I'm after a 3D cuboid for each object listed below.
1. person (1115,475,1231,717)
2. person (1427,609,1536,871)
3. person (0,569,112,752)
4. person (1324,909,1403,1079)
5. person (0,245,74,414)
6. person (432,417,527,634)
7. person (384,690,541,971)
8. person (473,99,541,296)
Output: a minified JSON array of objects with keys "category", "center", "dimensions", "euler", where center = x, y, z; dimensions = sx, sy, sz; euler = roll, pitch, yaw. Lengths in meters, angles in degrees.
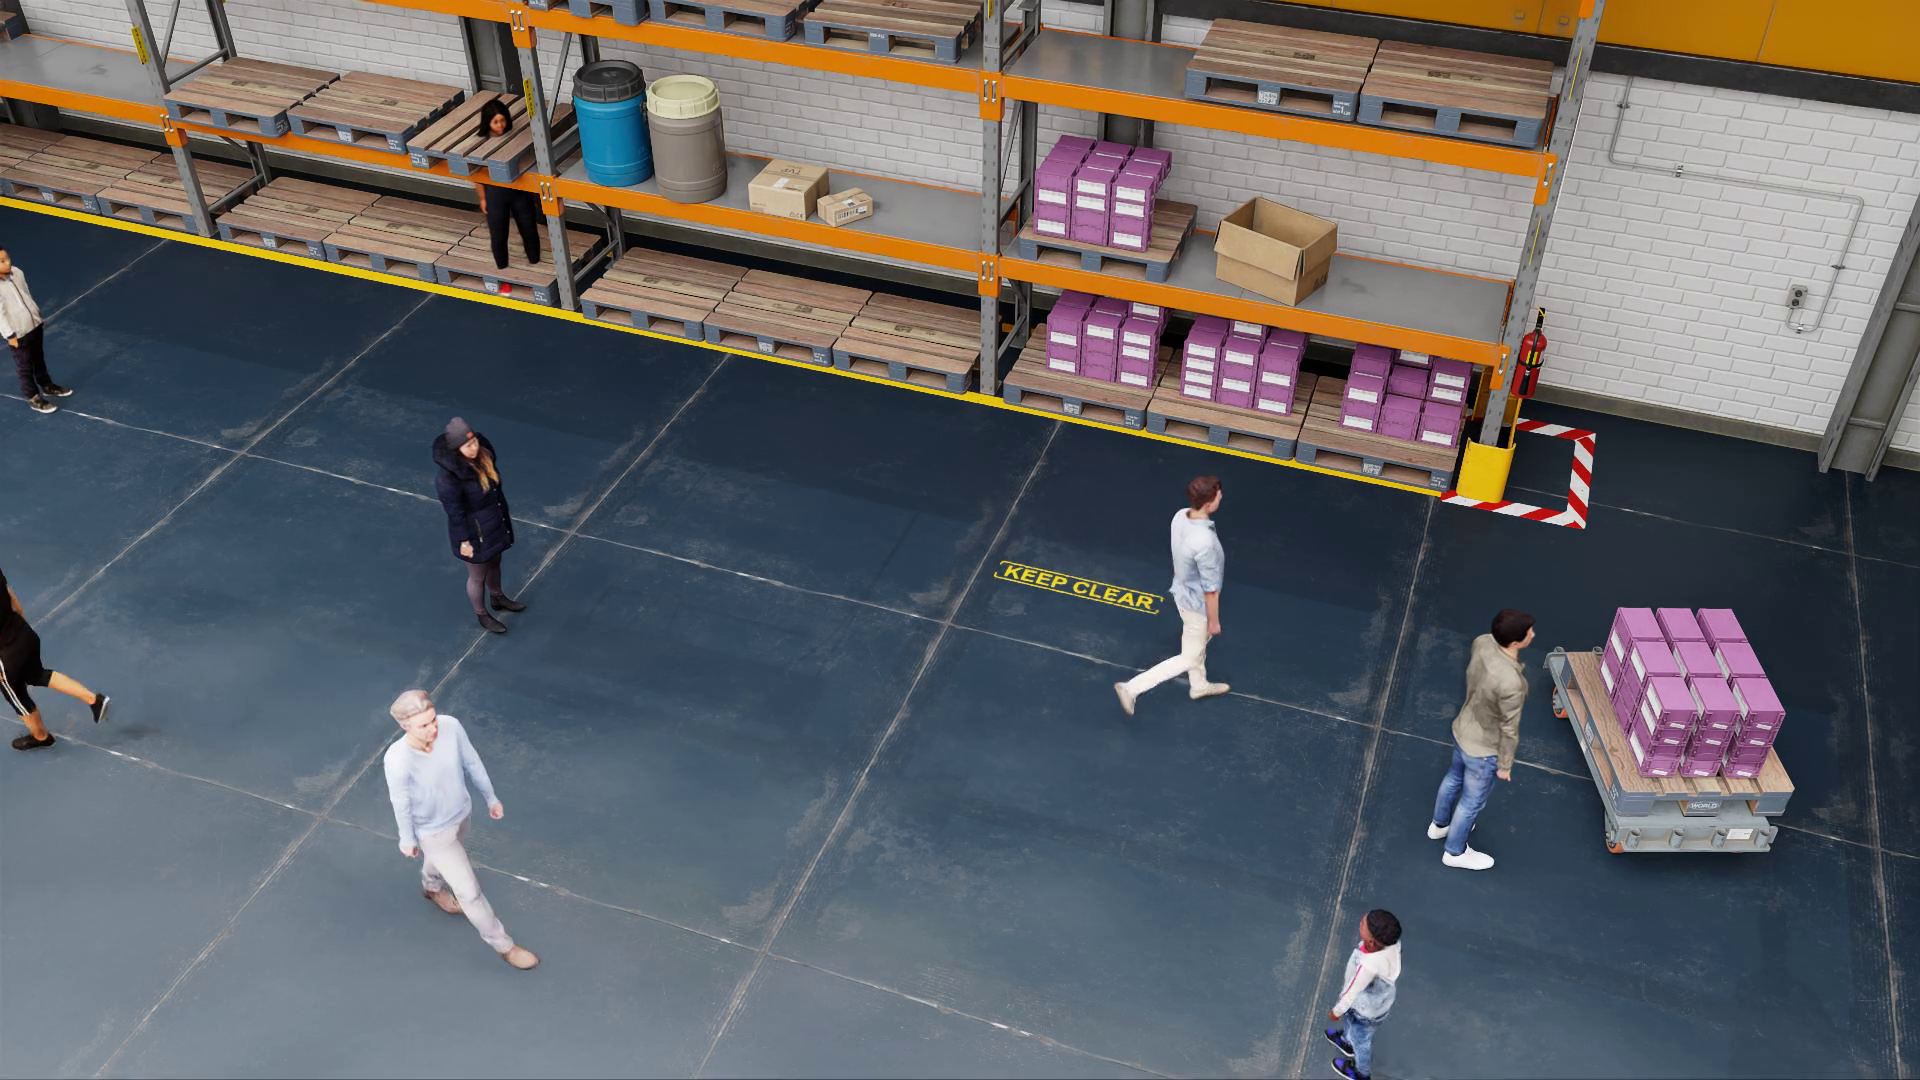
[{"category":"person","center":[1.395,0.397,10.421],"dimensions":[1.170,1.827,0.977],"euler":[-7,39,-9]},{"category":"person","center":[2.968,1.121,9.485],"dimensions":[0.760,1.864,0.787],"euler":[-5,39,-6]},{"category":"person","center":[-5.758,0.655,10.241],"dimensions":[0.982,1.649,0.810],"euler":[-4,39,-4]},{"category":"person","center":[2.117,2.346,8.443],"dimensions":[0.630,1.250,0.571],"euler":[26,45,28]},{"category":"person","center":[-7.573,-1.728,13.383],"dimensions":[0.572,1.452,0.627],"euler":[4,39,5]},{"category":"person","center":[-3.242,-0.116,11.186],"dimensions":[0.620,1.675,0.657],"euler":[12,40,15]},{"category":"person","center":[-2.865,1.494,9.035],"dimensions":[1.280,1.843,0.850],"euler":[21,43,24]},{"category":"person","center":[-4.017,-3.065,14.768],"dimensions":[0.769,1.812,0.840],"euler":[-13,41,-16]}]
